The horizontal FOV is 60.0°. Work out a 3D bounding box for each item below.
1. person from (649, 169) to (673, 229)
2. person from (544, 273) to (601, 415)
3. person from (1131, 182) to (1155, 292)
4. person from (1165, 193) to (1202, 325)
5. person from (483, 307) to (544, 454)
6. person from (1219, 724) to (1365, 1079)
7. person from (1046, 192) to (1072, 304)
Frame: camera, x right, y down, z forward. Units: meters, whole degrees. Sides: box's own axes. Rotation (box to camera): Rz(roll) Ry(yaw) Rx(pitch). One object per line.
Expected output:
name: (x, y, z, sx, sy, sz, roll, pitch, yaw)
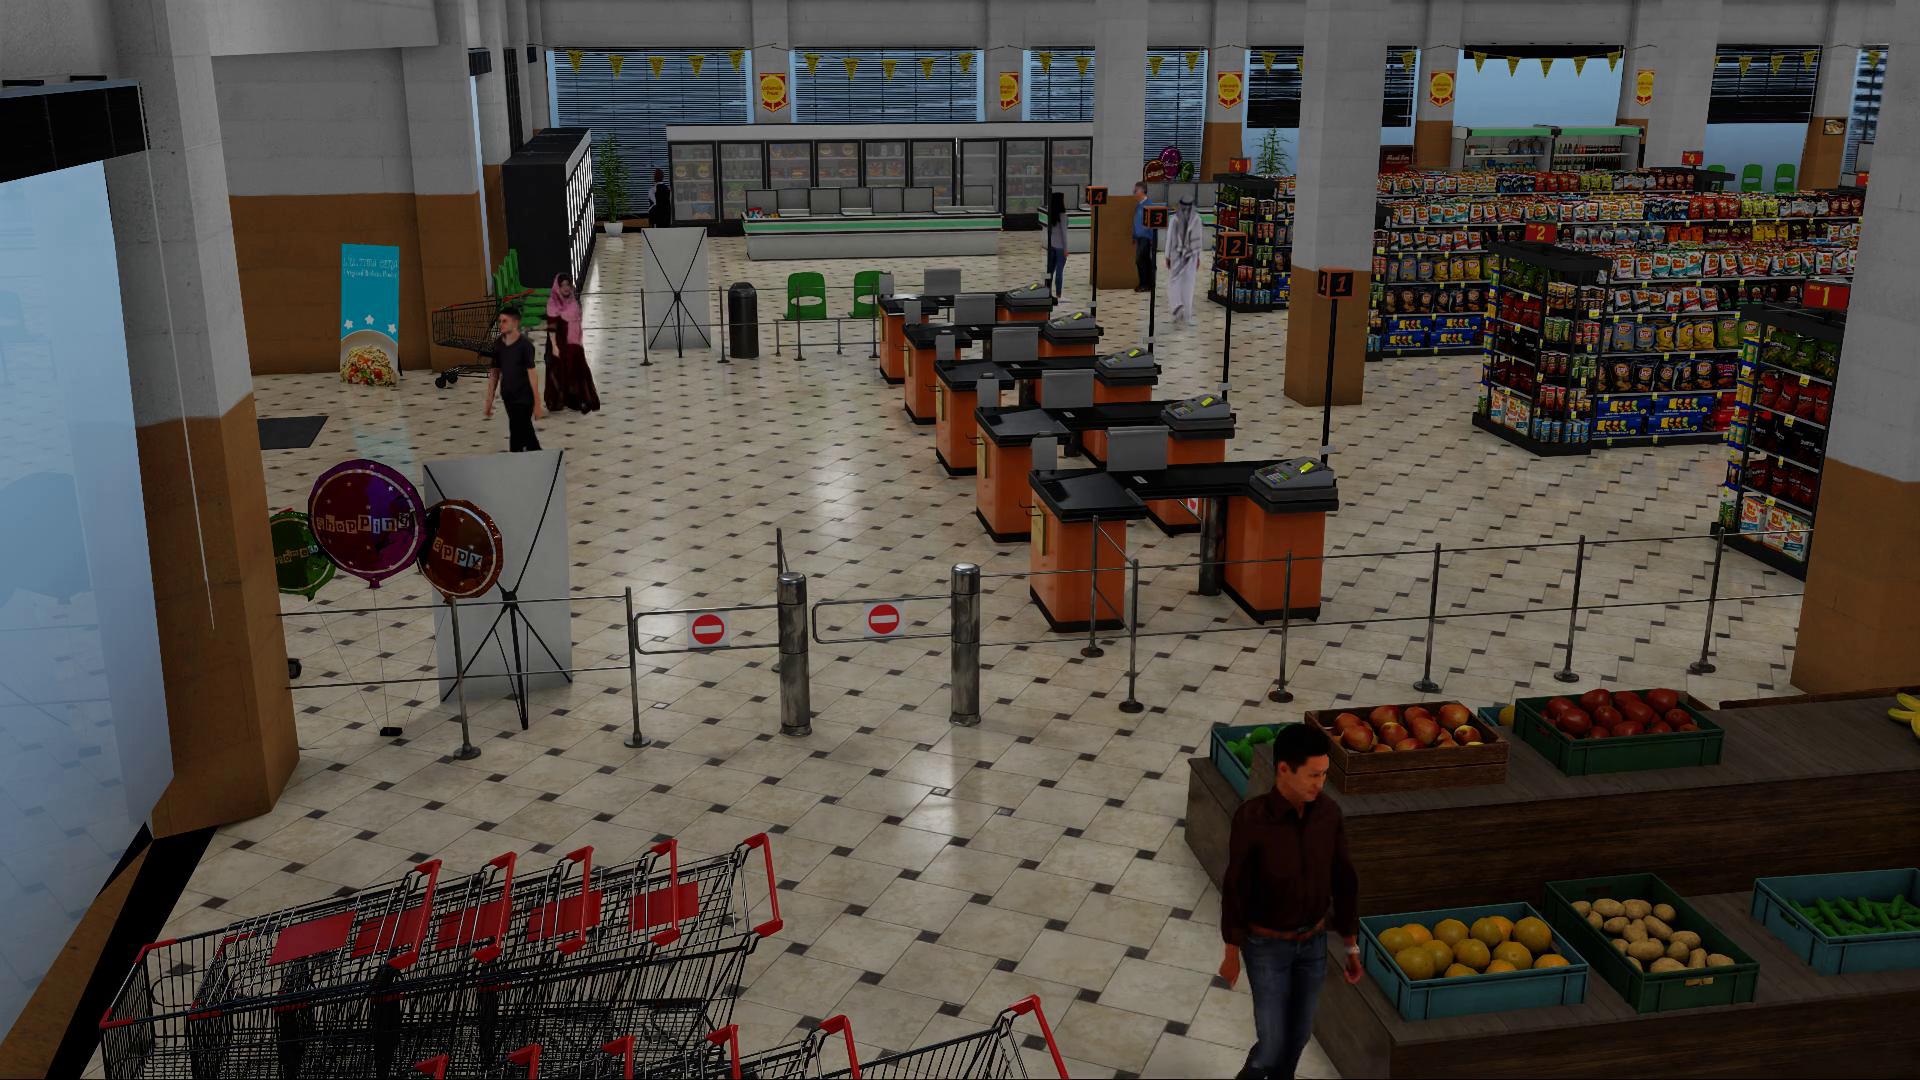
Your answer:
person: (-5.414, -5.798, 30.114, 0.795, 1.828, 0.709, 14, 22, 39)
person: (-4.485, -2.185, 18.635, 1.078, 1.586, 1.084, 13, 21, 36)
person: (3.154, -5.024, 27.633, 0.724, 1.789, 0.732, -6, 18, -20)
person: (3.285, -4.091, 24.351, 0.923, 1.910, 0.837, -1, 17, -2)
person: (-4.010, -1.267, 15.375, 1.101, 1.722, 1.132, 10, 20, 30)
person: (1.172, 1.484, 6.249, 0.632, 1.762, 0.780, -8, 18, -23)
person: (1.549, -4.686, 26.613, 0.654, 1.735, 0.674, -11, 20, -31)
